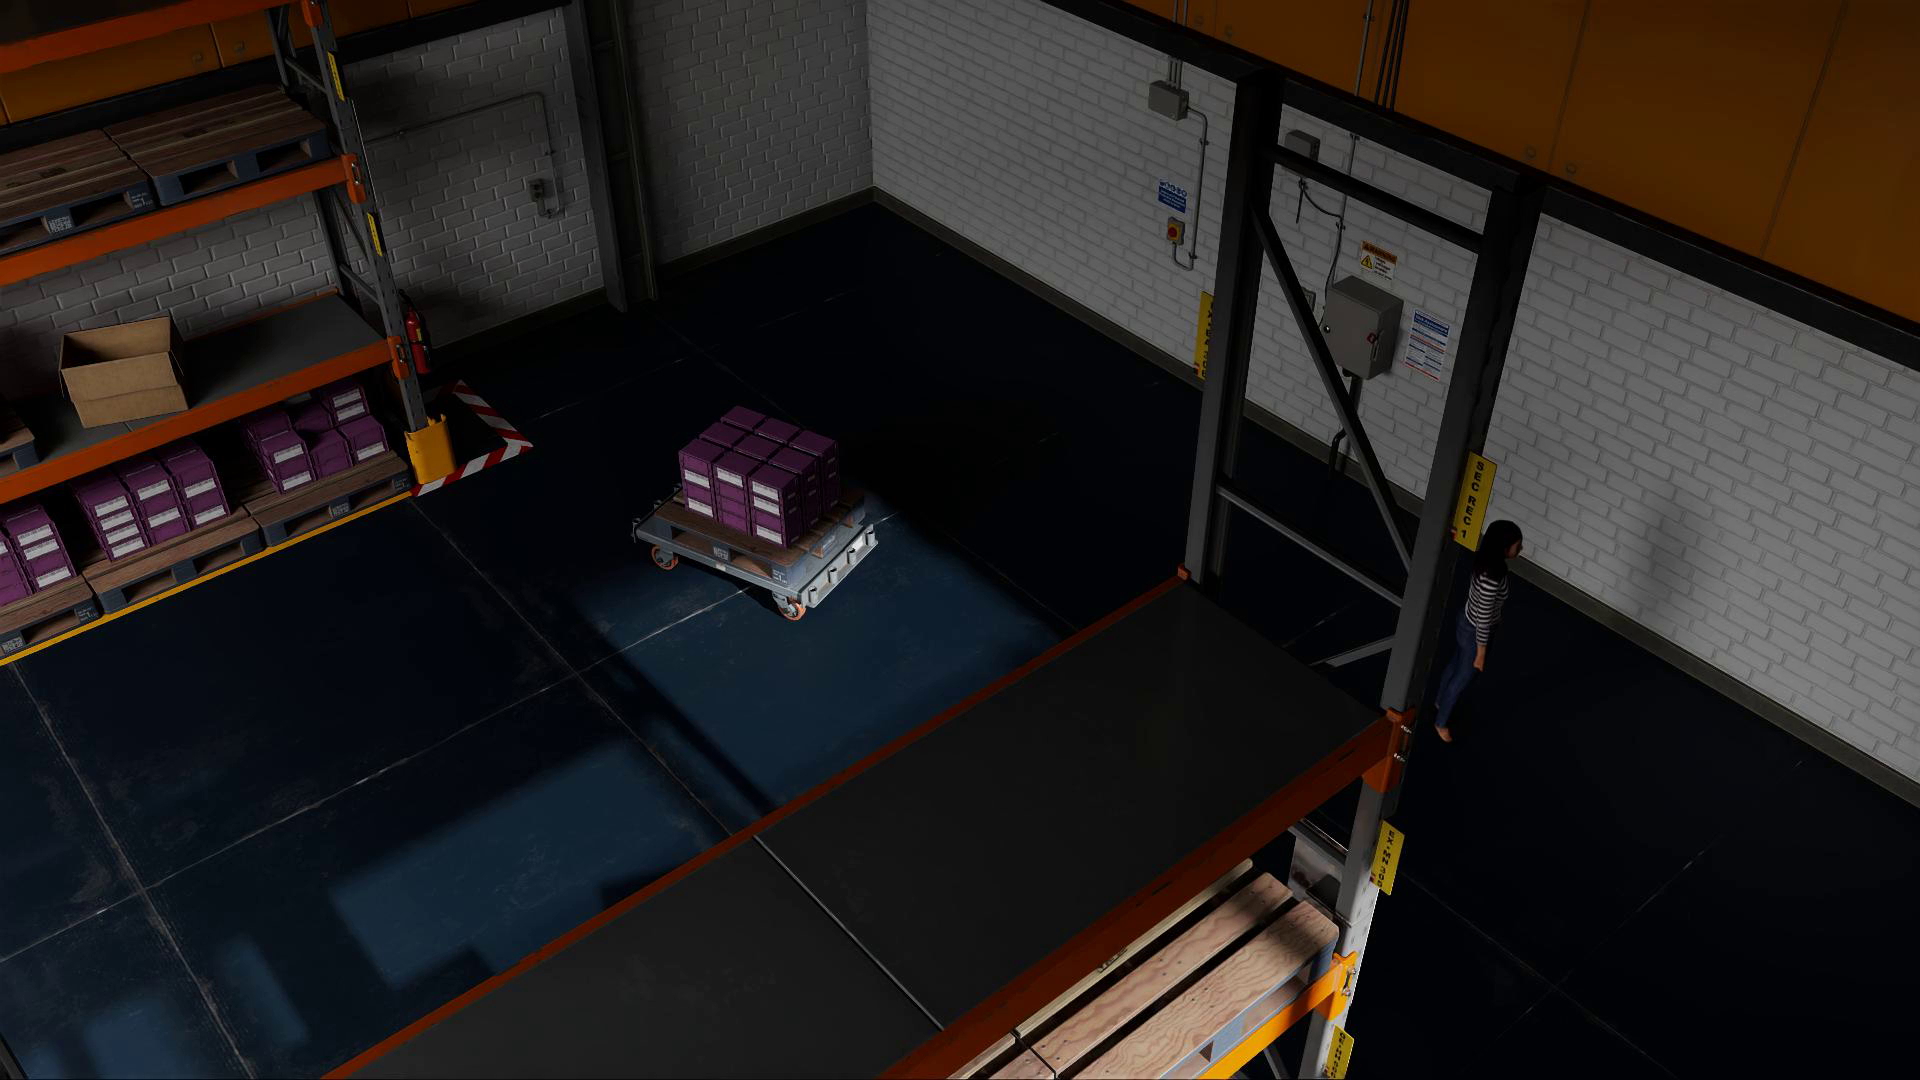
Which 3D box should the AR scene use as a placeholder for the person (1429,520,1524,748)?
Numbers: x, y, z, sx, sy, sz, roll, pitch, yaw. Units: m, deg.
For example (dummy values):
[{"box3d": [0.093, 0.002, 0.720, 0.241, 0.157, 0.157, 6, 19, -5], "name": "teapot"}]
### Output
[{"box3d": [3.290, 0.597, 10.645, 0.722, 1.790, 0.638, 8, 39, 10], "name": "person"}]
